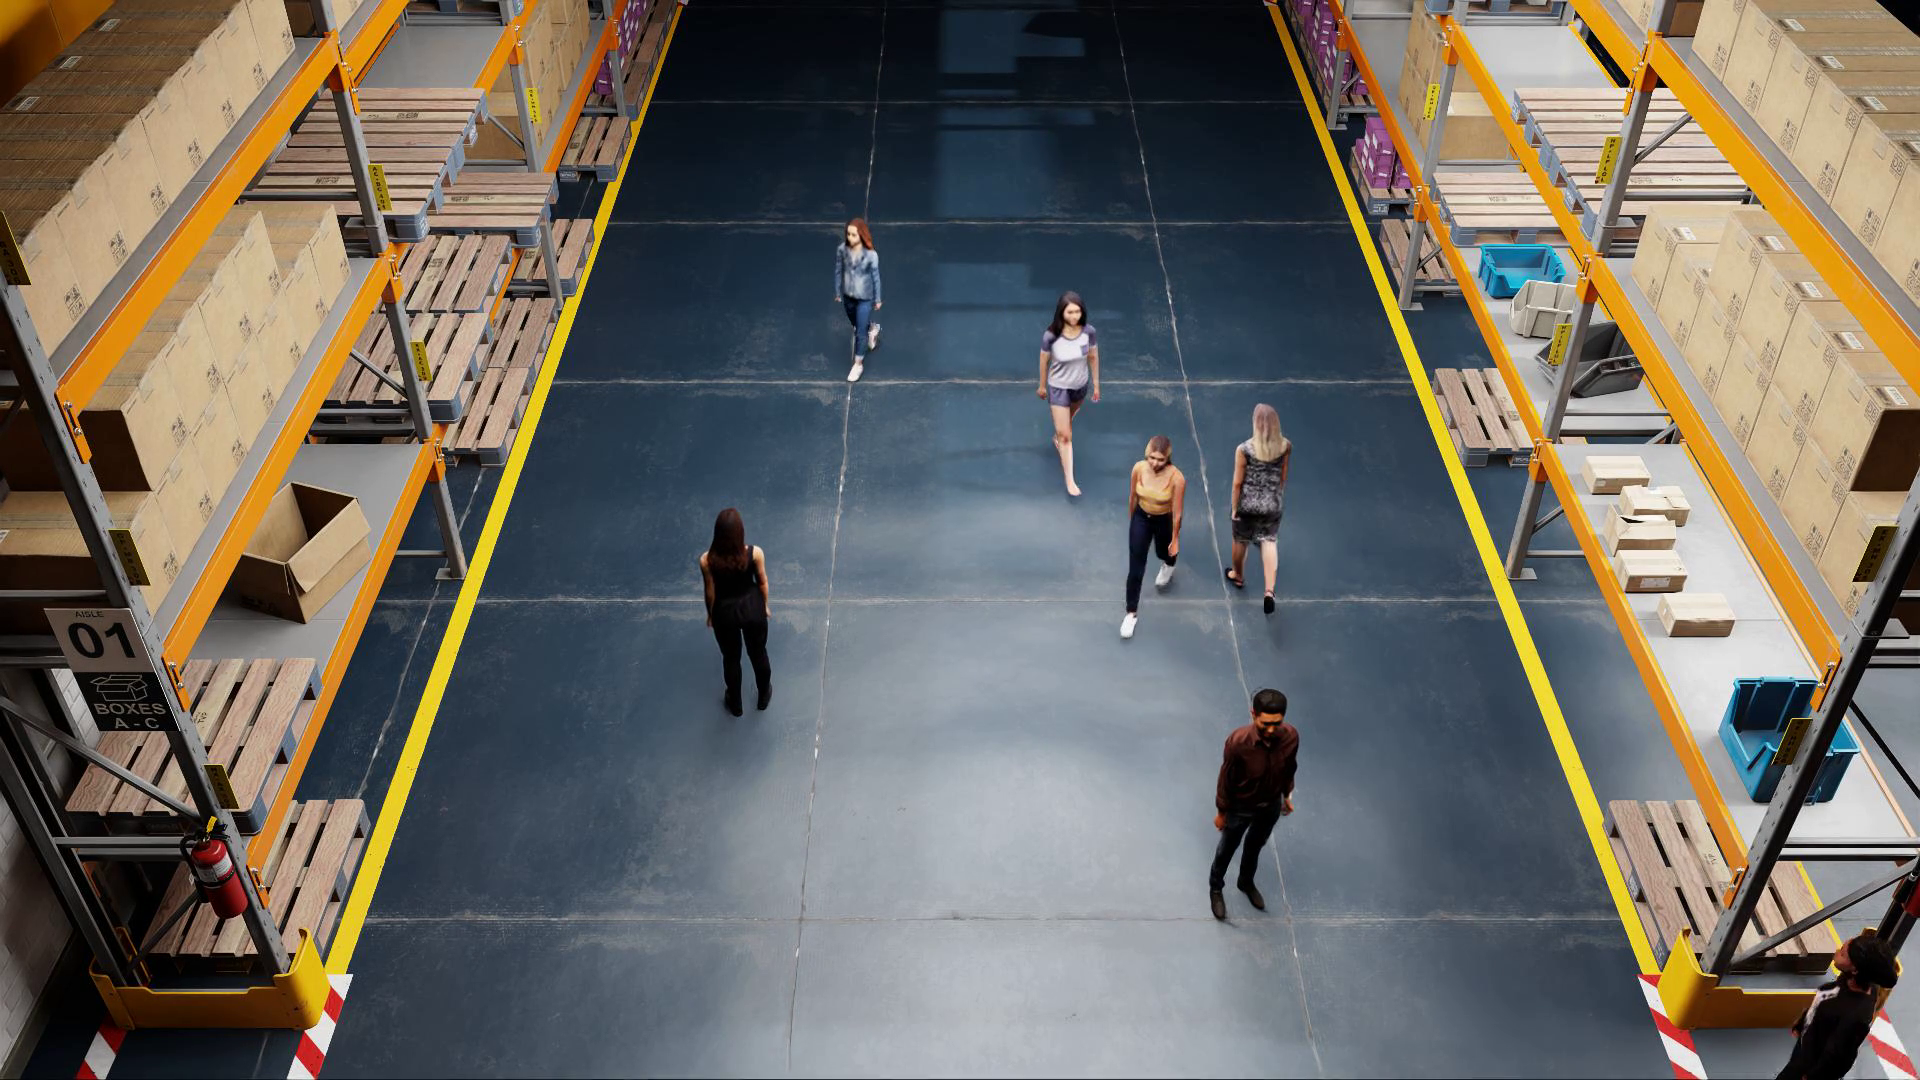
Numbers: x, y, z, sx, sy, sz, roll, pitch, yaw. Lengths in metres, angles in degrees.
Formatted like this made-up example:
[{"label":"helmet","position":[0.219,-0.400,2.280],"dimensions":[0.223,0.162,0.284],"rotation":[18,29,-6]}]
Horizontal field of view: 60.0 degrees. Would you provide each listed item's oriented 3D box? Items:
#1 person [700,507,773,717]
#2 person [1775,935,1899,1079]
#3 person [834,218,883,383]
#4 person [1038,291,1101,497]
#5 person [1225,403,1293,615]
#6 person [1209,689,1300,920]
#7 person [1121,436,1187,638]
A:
[{"label":"person","position":[-1.488,0.489,11.156],"dimensions":[0.646,1.688,0.621],"rotation":[-9,40,-12]},{"label":"person","position":[4.478,2.644,8.479],"dimensions":[0.818,1.661,0.777],"rotation":[17,42,20]},{"label":"person","position":[-0.862,-2.186,14.692],"dimensions":[0.822,1.454,1.041],"rotation":[16,41,19]},{"label":"person","position":[0.858,-1.276,13.390],"dimensions":[0.845,1.657,1.174],"rotation":[-12,40,-15]},{"label":"person","position":[2.173,-0.189,12.009],"dimensions":[0.601,1.682,0.956],"rotation":[-3,39,-4]},{"label":"person","position":[1.717,1.529,9.781],"dimensions":[0.704,1.778,0.611],"rotation":[-10,40,-12]},{"label":"person","position":[1.434,-0.137,12.019],"dimensions":[0.871,1.588,1.181],"rotation":[16,41,19]}]
